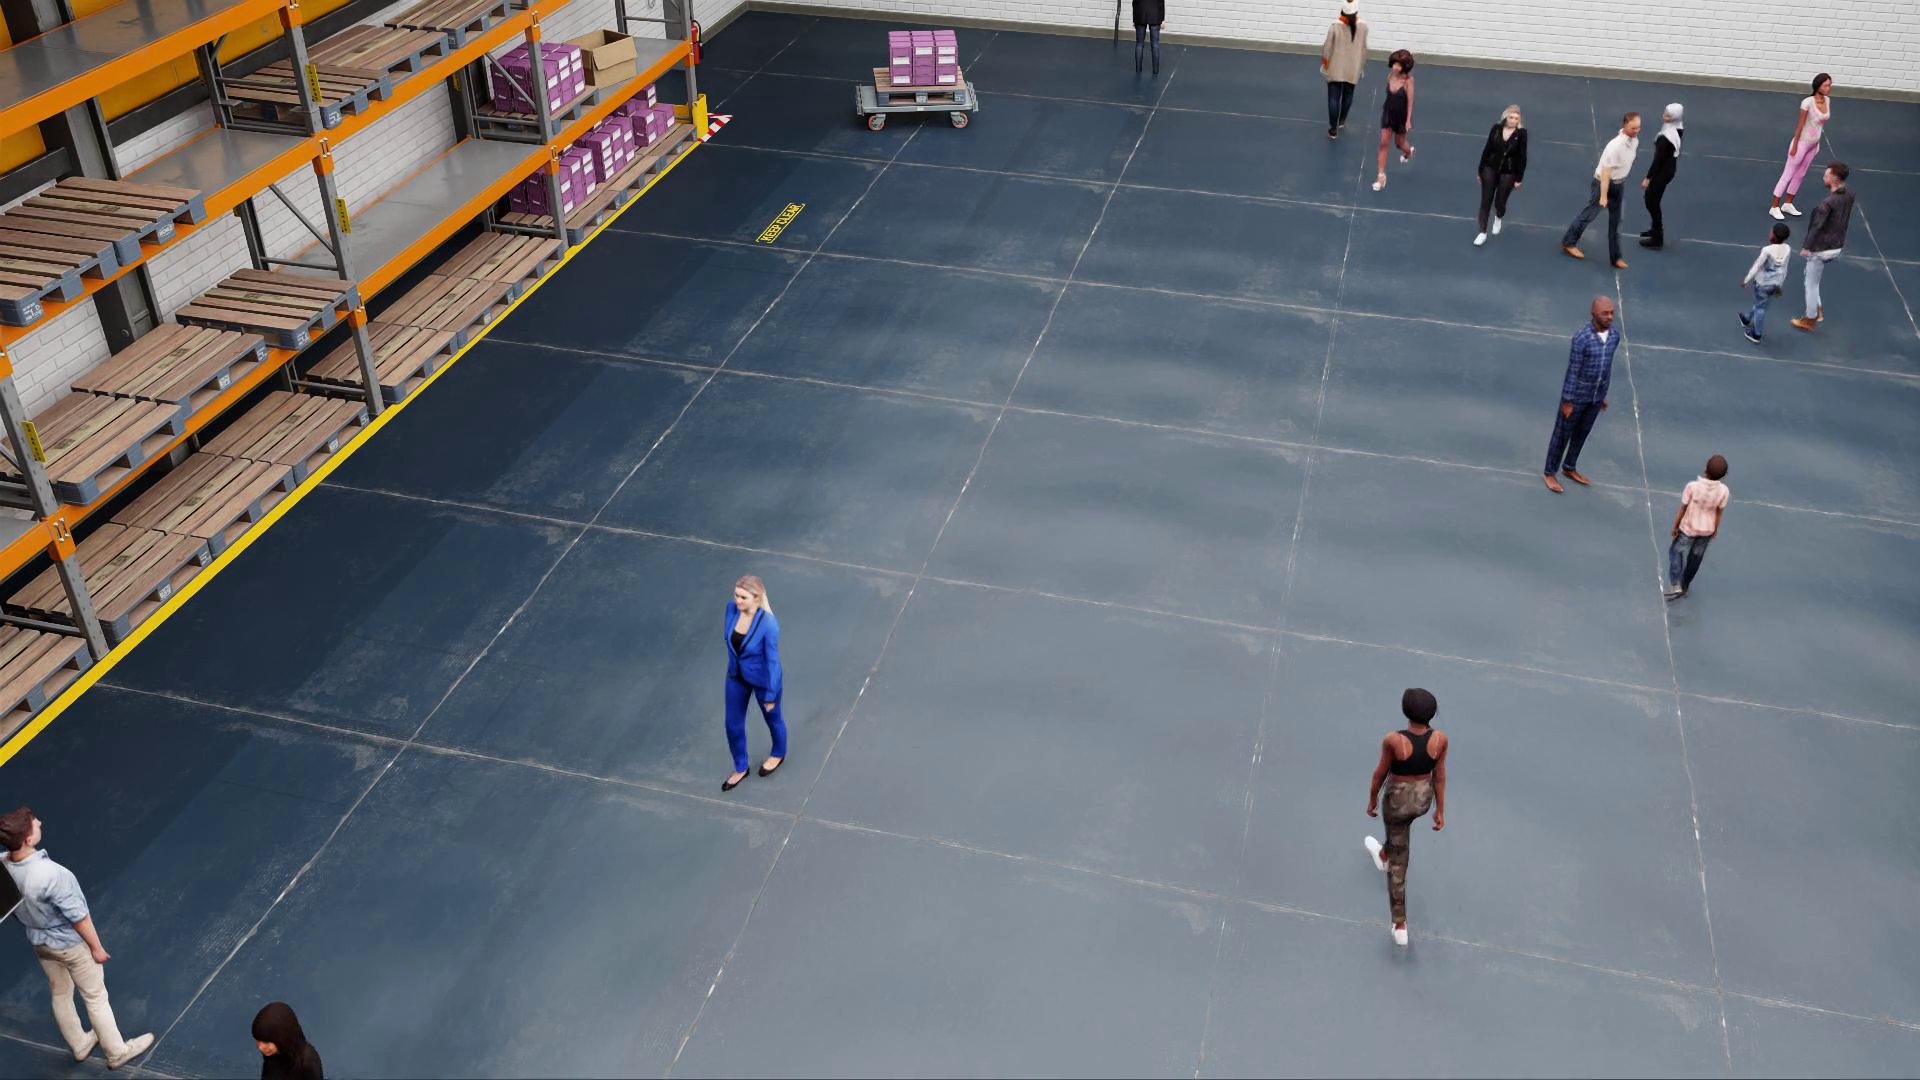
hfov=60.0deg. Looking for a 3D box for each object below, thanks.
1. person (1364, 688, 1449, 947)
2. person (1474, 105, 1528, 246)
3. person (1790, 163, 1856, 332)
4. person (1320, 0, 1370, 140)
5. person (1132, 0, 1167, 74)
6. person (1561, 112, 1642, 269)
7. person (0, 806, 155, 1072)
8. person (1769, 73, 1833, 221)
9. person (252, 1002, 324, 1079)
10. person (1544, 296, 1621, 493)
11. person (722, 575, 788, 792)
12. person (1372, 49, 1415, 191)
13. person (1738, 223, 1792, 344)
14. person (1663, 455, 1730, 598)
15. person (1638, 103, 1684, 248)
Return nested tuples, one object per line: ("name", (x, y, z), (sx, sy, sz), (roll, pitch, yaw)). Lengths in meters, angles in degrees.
("person", (2.763, 1.713, 10.222), (0.904, 1.652, 1.279), (0, 34, -1))
("person", (6.247, -4.226, 19.145), (0.767, 1.666, 0.838), (24, 41, 32))
("person", (8.962, -2.967, 17.113), (0.760, 1.819, 0.834), (-18, 37, -25))
("person", (5.088, -6.244, 21.996), (0.815, 1.870, 0.997), (0, 34, 0))
("person", (2.810, -7.634, 24.453), (0.747, 1.778, 0.590), (11, 35, 15))
("person", (7.185, -3.978, 18.647), (1.174, 1.804, 1.234), (-21, 39, -29))
("person", (-5.023, 2.225, 9.276), (0.661, 1.846, 0.541), (11, 35, 16))
("person", (10.042, -4.690, 19.775), (0.659, 1.741, 0.700), (-14, 36, -20))
("person", (-3.249, 2.877, 8.492), (0.607, 1.628, 0.620), (12, 35, 17))
("person", (5.474, -1.308, 14.616), (0.765, 1.819, 0.809), (-14, 36, -20))
("person", (-1.338, 0.910, 11.400), (0.779, 1.685, 0.874), (19, 38, 26))
("person", (5.427, -5.219, 20.571), (0.876, 1.740, 1.148), (25, 41, 33))
("person", (8.335, -2.632, 17.130), (0.696, 1.241, 0.827), (-8, 34, -12))
("person", (5.866, -0.073, 13.224), (0.501, 1.303, 0.640), (7, 34, 11))
("person", (8.030, -4.126, 18.929), (0.650, 1.738, 0.836), (-26, 42, -34))
